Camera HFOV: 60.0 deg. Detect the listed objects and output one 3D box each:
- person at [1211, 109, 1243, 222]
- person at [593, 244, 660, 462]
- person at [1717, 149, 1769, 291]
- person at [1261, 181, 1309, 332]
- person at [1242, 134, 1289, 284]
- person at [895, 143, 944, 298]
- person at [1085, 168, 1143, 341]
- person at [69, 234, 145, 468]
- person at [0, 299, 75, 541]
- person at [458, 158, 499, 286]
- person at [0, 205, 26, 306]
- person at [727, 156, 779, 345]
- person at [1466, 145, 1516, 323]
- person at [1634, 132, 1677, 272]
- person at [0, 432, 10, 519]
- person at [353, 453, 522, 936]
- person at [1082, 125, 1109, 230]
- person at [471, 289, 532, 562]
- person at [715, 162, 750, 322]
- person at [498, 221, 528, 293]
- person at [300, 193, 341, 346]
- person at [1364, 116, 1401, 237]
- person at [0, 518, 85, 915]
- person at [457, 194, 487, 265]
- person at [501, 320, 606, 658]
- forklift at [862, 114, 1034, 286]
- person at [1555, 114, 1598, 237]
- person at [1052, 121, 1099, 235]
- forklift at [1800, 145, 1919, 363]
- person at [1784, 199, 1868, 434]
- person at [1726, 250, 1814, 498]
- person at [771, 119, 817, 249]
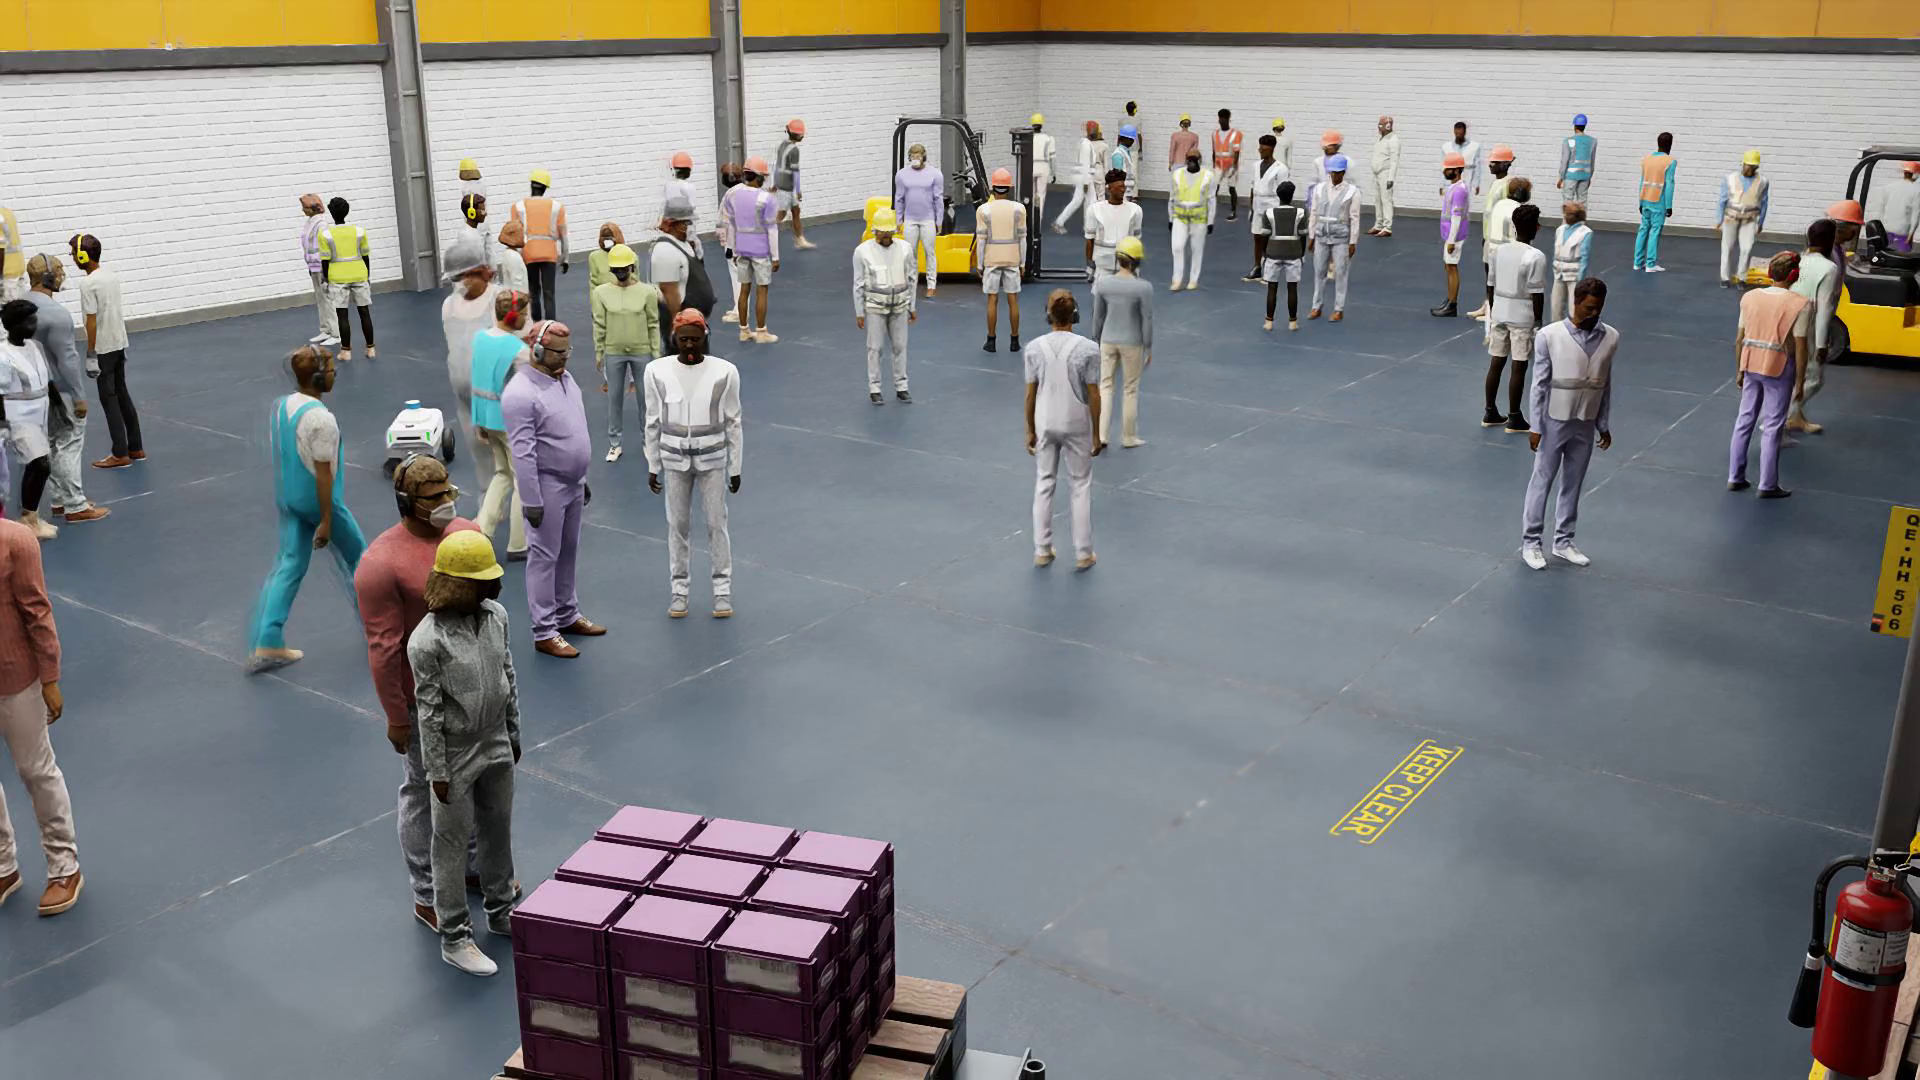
[{"bbox_3d":[4.486,-6.373,28.389,0.620,1.907,1.024,13,22,34],"label":"person"},{"bbox_3d":[-2.672,-1.498,13.387,0.531,1.767,0.328,-2,18,-8],"label":"person"},{"bbox_3d":[10.143,-4.148,21.606,0.605,1.802,0.698,6,19,19],"label":"person"},{"bbox_3d":[3.662,-3.202,18.835,0.530,1.693,0.321,3,18,9],"label":"person"},{"bbox_3d":[4.079,-4.399,22.137,0.368,1.965,0.609,-12,22,-34],"label":"person"},{"bbox_3d":[-0.514,-4.042,21.085,0.635,1.931,0.379,4,18,11],"label":"person"},{"bbox_3d":[1.608,-2.902,17.454,0.610,1.966,0.364,-2,18,-5],"label":"person"},{"bbox_3d":[-6.820,-1.501,13.259,0.345,1.857,0.524,0,18,0],"label":"person"},{"bbox_3d":[-6.393,-0.818,11.407,0.466,1.668,0.550,0,18,1],"label":"person"},{"bbox_3d":[-6.195,-4.006,21.295,0.378,1.731,0.497,4,18,12],"label":"person"},{"bbox_3d":[-9.713,-2.730,16.918,0.369,1.963,0.608,-4,18,-12],"label":"person"},{"bbox_3d":[-2.218,-3.142,18.113,0.611,2.030,0.410,10,20,28],"label":"person"},{"bbox_3d":[6.220,-3.553,19.365,0.372,2.044,0.607,0,18,-1],"label":"person"},{"bbox_3d":[9.691,-4.708,23.199,0.397,1.911,0.587,-7,19,-20],"label":"person"},{"bbox_3d":[-5.971,-0.329,9.958,0.510,1.618,0.397,-4,18,-14],"label":"person"},{"bbox_3d":[-2.041,0.596,6.558,0.372,1.940,0.630,8,19,23],"label":"person"},{"bbox_3d":[2.211,-6.006,27.527,0.487,1.741,0.314,1,18,3],"label":"person"},{"bbox_3d":[-3.011,-0.736,10.927,0.603,1.814,0.504,15,23,39],"label":"person"},{"bbox_3d":[-2.639,-3.484,19.477,0.429,1.844,0.627,1,18,2],"label":"person"},{"bbox_3d":[-4.222,-2.222,15.866,0.280,1.632,0.501,-7,19,-21],"label":"person"},{"bbox_3d":[-6.969,-2.944,18.120,0.307,1.638,0.511,-14,22,-37],"label":"person"},{"bbox_3d":[6.801,-5.846,26.761,0.400,1.907,0.644,-3,18,-9],"label":"person"},{"bbox_3d":[-3.897,0.563,6.606,0.625,1.979,0.411,-2,18,-7],"label":"person"},{"bbox_3d":[-4.668,-2.402,16.069,0.324,1.861,0.510,-6,19,-18],"label":"person"},{"bbox_3d":[-2.279,-0.298,9.416,0.407,1.902,0.638,4,18,13],"label":"person"},{"bbox_3d":[-0.171,-4.594,22.377,2.313,2.155,1.214,1,18,3],"label":"forklift"},{"bbox_3d":[9.818,-5.795,26.532,0.605,1.949,0.402,-4,18,-11],"label":"person"},{"bbox_3d":[1.937,-5.804,26.762,0.904,1.845,0.602,4,18,12],"label":"person"},{"bbox_3d":[9.803,-2.879,17.013,2.313,2.155,1.214,12,21,33],"label":"forklift"},{"bbox_3d":[7.274,-1.870,14.139,0.534,2.023,0.652,15,23,39],"label":"person"},{"bbox_3d":[6.032,-1.231,12.416,0.389,1.850,0.566,-11,21,-30],"label":"person"},{"bbox_3d":[-2.656,-5.348,25.108,0.881,1.985,0.621,-4,18,-14],"label":"person"}]
